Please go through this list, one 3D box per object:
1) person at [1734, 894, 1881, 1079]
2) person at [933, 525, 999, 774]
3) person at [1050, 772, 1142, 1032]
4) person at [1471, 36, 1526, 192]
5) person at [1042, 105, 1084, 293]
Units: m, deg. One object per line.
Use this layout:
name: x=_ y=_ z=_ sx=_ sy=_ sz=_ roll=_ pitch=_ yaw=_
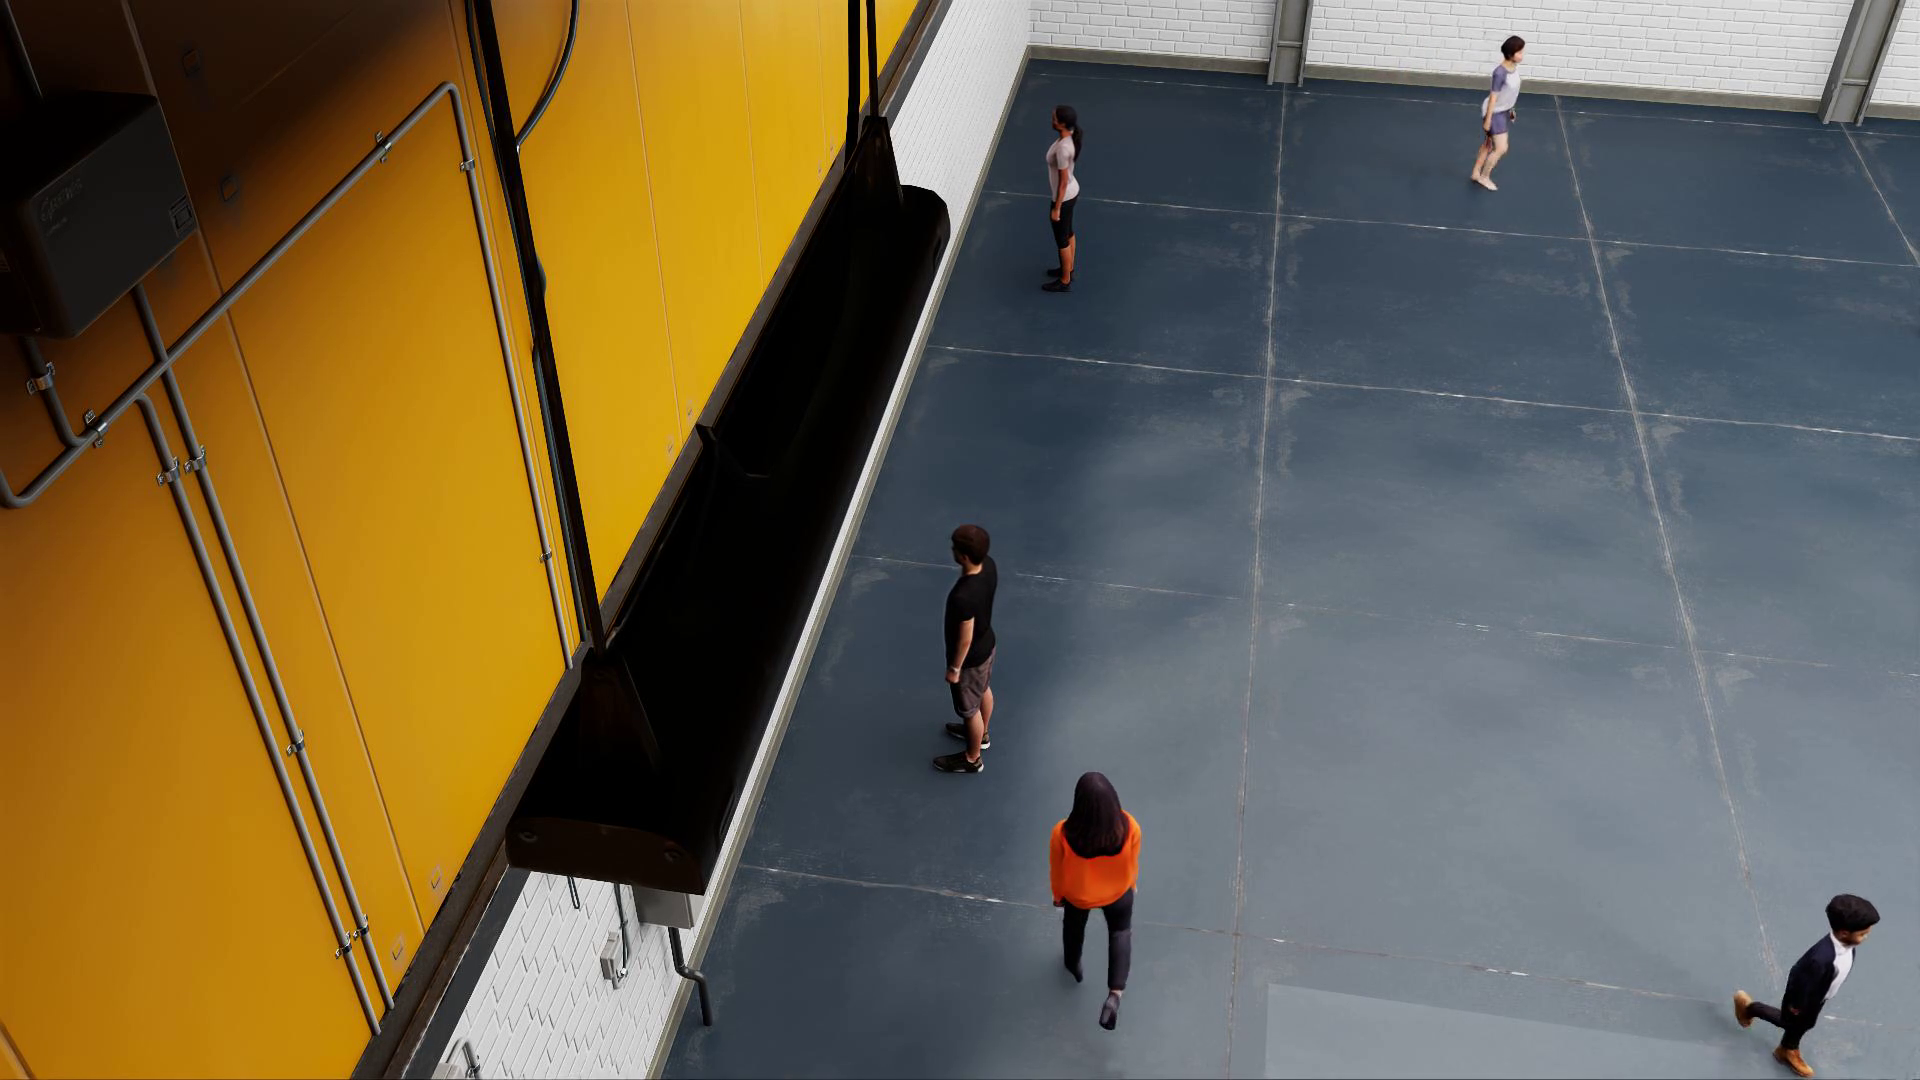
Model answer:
person: x=4.371 y=2.267 z=8.626 sx=0.758 sy=1.213 sz=0.813 roll=-22 pitch=43 yaw=-25
person: x=0.069 y=0.657 z=10.122 sx=0.616 sy=1.861 sz=0.693 roll=11 pitch=40 yaw=13
person: x=0.729 y=1.880 z=8.693 sx=0.930 sy=1.733 sz=0.817 roll=-2 pitch=39 yaw=-2
person: x=5.279 y=-4.277 z=16.546 sx=0.687 sy=1.555 sz=0.646 roll=21 pitch=43 yaw=24
person: x=0.930 y=-3.058 z=14.867 sx=0.543 sy=1.746 sz=0.619 roll=9 pitch=39 yaw=11
